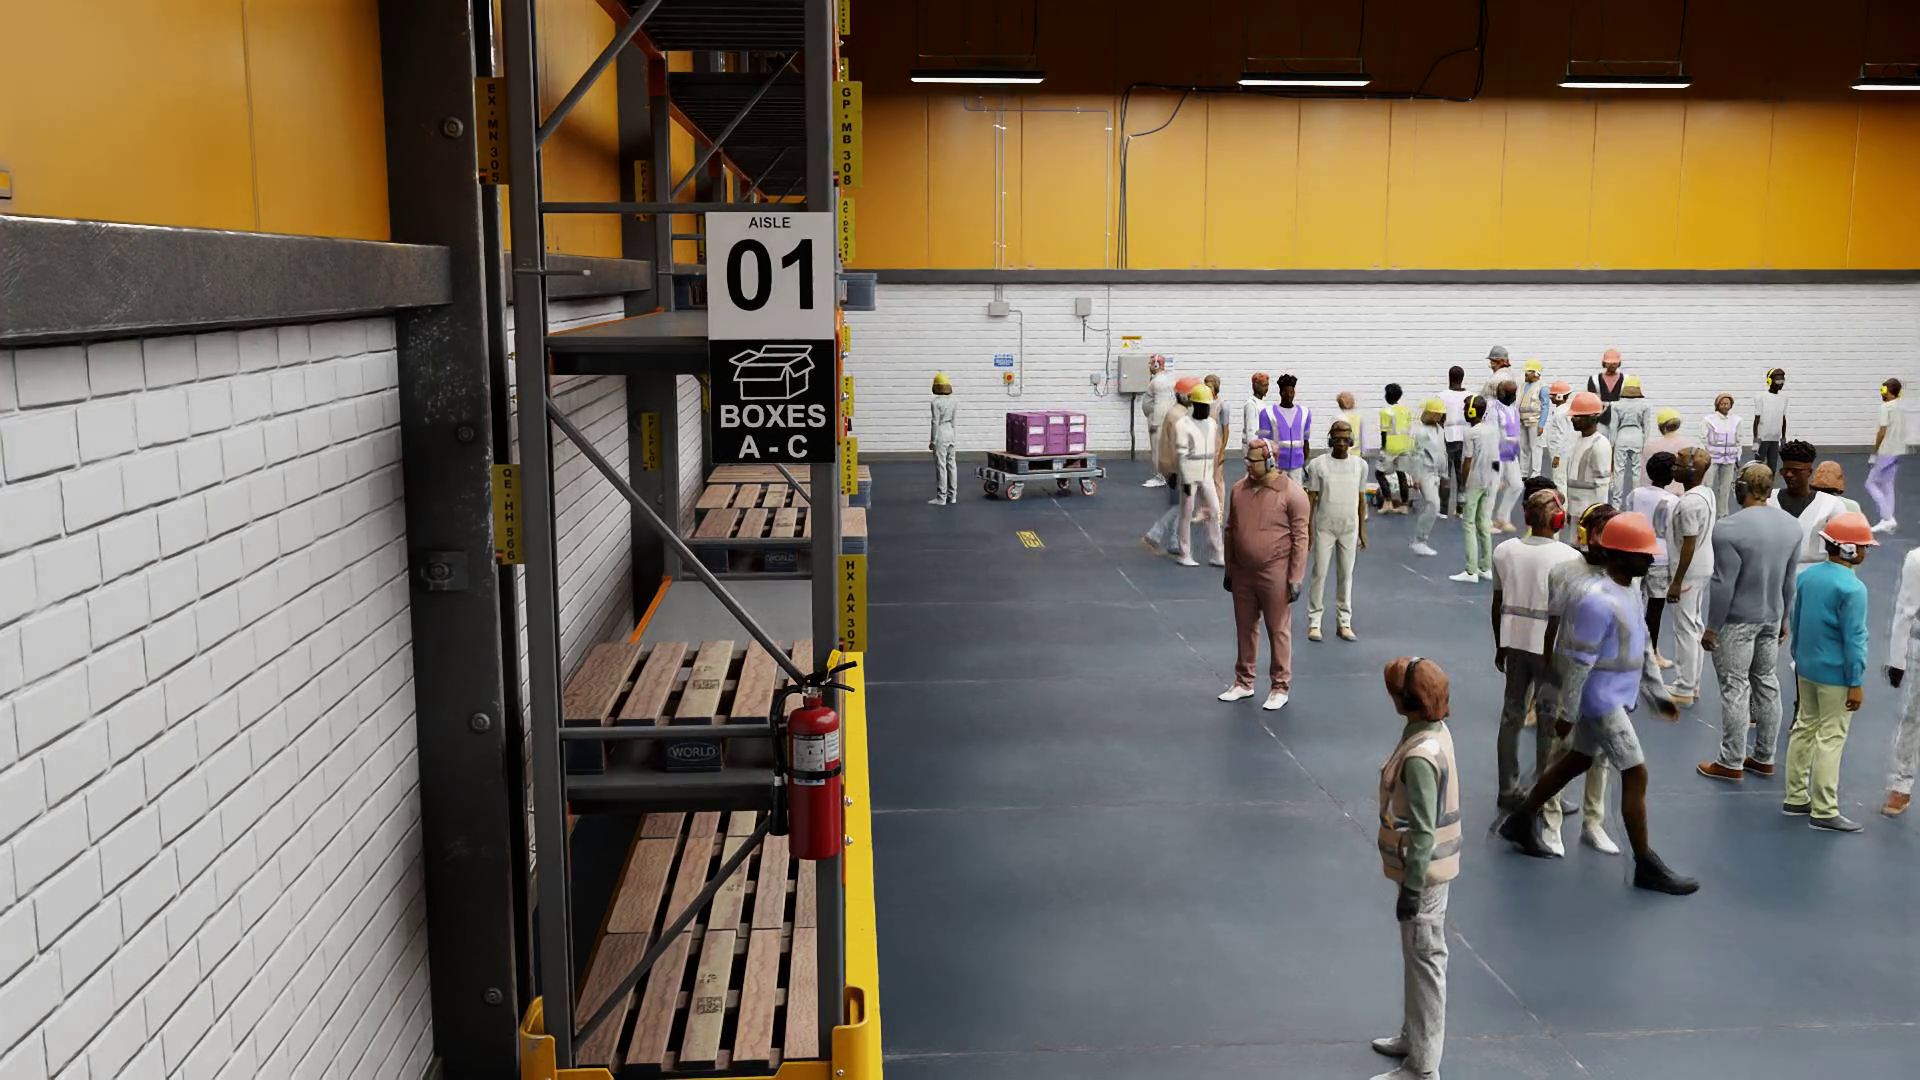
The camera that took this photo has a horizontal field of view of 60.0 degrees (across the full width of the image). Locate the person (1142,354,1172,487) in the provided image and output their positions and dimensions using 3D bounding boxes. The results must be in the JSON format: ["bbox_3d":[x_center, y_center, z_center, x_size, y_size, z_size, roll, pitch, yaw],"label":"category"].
[{"bbox_3d":[2.815,-1.711,23.882,0.409,1.906,0.652,2,9,14],"label":"person"}]

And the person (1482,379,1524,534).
[{"bbox_3d":[6.346,-0.961,19.450,0.636,1.825,0.509,-7,12,-39],"label":"person"}]

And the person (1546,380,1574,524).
[{"bbox_3d":[7.320,-1.076,20.372,0.341,1.750,0.568,4,10,25],"label":"person"}]

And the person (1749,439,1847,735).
[{"bbox_3d":[5.490,0.309,11.007,0.614,1.963,0.361,8,12,40],"label":"person"}]

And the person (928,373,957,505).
[{"bbox_3d":[-0.235,-1.341,22.063,0.292,1.745,0.487,7,11,36],"label":"person"}]

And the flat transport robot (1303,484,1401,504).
[{"bbox_3d":[5.254,-0.634,22.239,1.431,0.197,0.652,2,9,15],"label":"flat transport robot"}]

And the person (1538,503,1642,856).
[{"bbox_3d":[3.297,0.725,8.697,0.535,1.870,0.309,-1,9,-4],"label":"person"}]

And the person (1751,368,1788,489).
[{"bbox_3d":[10.333,-1.264,21.239,0.504,1.861,0.328,-2,9,-12],"label":"person"}]

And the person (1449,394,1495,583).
[{"bbox_3d":[5.104,-0.509,16.497,0.505,1.860,0.321,-8,12,-42],"label":"person"}]

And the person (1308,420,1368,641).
[{"bbox_3d":[3.124,-0.075,13.801,0.508,1.844,0.336,0,9,-3],"label":"person"}]

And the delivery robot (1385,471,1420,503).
[{"bbox_3d":[5.685,-0.694,21.431,0.477,0.478,0.707,0,9,2],"label":"delivery robot"}]

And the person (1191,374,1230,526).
[{"bbox_3d":[3.030,-1.086,20.150,0.345,1.846,0.508,-7,12,-39],"label":"person"}]

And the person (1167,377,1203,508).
[{"bbox_3d":[3.013,-1.270,21.732,0.889,1.701,0.576,-8,12,-43],"label":"person"}]

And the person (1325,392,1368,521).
[{"bbox_3d":[4.763,-1.031,20.592,0.530,1.586,0.872,-6,11,-34],"label":"person"}]

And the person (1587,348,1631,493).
[{"bbox_3d":[9.009,-1.650,23.134,0.624,2.018,0.676,3,10,20],"label":"person"}]

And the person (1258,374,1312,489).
[{"bbox_3d":[3.559,-0.840,18.220,0.614,1.964,0.361,-2,9,-10],"label":"person"}]

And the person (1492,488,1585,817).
[{"bbox_3d":[3.240,0.630,9.357,0.390,1.850,0.563,-7,12,-39],"label":"person"}]

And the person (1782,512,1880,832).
[{"bbox_3d":[4.811,0.711,9.151,0.341,1.750,0.567,0,9,-2],"label":"person"}]

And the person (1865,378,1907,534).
[{"bbox_3d":[10.896,-0.987,19.560,0.592,1.825,0.431,-5,10,-28],"label":"person"}]

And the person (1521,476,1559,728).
[{"bbox_3d":[3.880,0.413,11.197,0.315,1.695,0.541,3,9,17],"label":"person"}]

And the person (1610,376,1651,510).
[{"bbox_3d":[8.625,-1.237,21.443,0.484,1.735,0.309,3,10,19],"label":"person"}]

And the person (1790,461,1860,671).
[{"bbox_3d":[6.553,0.210,12.667,0.501,1.633,0.285,7,11,38],"label":"person"}]

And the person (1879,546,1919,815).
[{"bbox_3d":[5.494,0.660,9.165,0.673,1.862,0.592,0,9,2],"label":"person"}]

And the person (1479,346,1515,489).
[{"bbox_3d":[7.622,-1.752,23.716,0.536,2.000,0.684,5,10,28],"label":"person"}]

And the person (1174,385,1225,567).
[{"bbox_3d":[2.524,-0.636,17.150,0.602,1.902,0.762,-6,11,-32],"label":"person"}]

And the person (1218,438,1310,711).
[{"bbox_3d":[2.109,0.236,11.666,0.652,1.902,0.403,9,12,43],"label":"person"}]

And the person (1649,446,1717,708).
[{"bbox_3d":[5.108,0.258,11.708,0.345,1.847,0.504,7,11,36],"label":"person"}]

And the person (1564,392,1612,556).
[{"bbox_3d":[5.353,-0.253,14.306,0.391,2.042,0.605,0,9,2],"label":"person"}]

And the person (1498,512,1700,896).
[{"bbox_3d":[3.199,0.776,8.353,1.005,1.896,0.543,6,11,33],"label":"person"}]

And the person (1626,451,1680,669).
[{"bbox_3d":[5.342,0.157,12.834,0.319,1.689,0.539,-3,10,-20],"label":"person"}]

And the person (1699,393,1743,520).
[{"bbox_3d":[9.036,-0.925,19.783,0.525,1.639,0.307,0,9,-1],"label":"person"}]

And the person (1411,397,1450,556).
[{"bbox_3d":[5.102,-0.676,17.957,0.450,1.728,0.486,8,12,42],"label":"person"}]

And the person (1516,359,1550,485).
[{"bbox_3d":[8.252,-1.704,24.069,0.404,1.833,0.586,-3,10,-19],"label":"person"}]

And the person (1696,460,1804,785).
[{"bbox_3d":[4.711,0.492,9.946,0.635,1.937,0.352,-3,10,-20],"label":"person"}]

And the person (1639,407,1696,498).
[{"bbox_3d":[7.009,-0.440,16.414,0.566,1.738,0.611,0,9,3],"label":"person"}]

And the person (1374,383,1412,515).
[{"bbox_3d":[5.503,-1.138,21.026,0.542,1.668,0.402,-6,11,-35],"label":"person"}]

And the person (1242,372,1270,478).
[{"bbox_3d":[3.543,-1.061,19.867,0.340,1.881,0.586,4,10,22],"label":"person"}]

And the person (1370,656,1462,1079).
[{"bbox_3d":[1.705,1.239,6.205,0.314,1.637,0.515,3,10,19],"label":"person"}]

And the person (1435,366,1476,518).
[{"bbox_3d":[6.190,-1.217,20.792,0.594,1.908,0.393,-2,9,-14],"label":"person"}]

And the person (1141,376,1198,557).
[{"bbox_3d":[2.304,-0.767,17.739,0.530,1.970,0.661,0,9,2],"label":"person"}]
